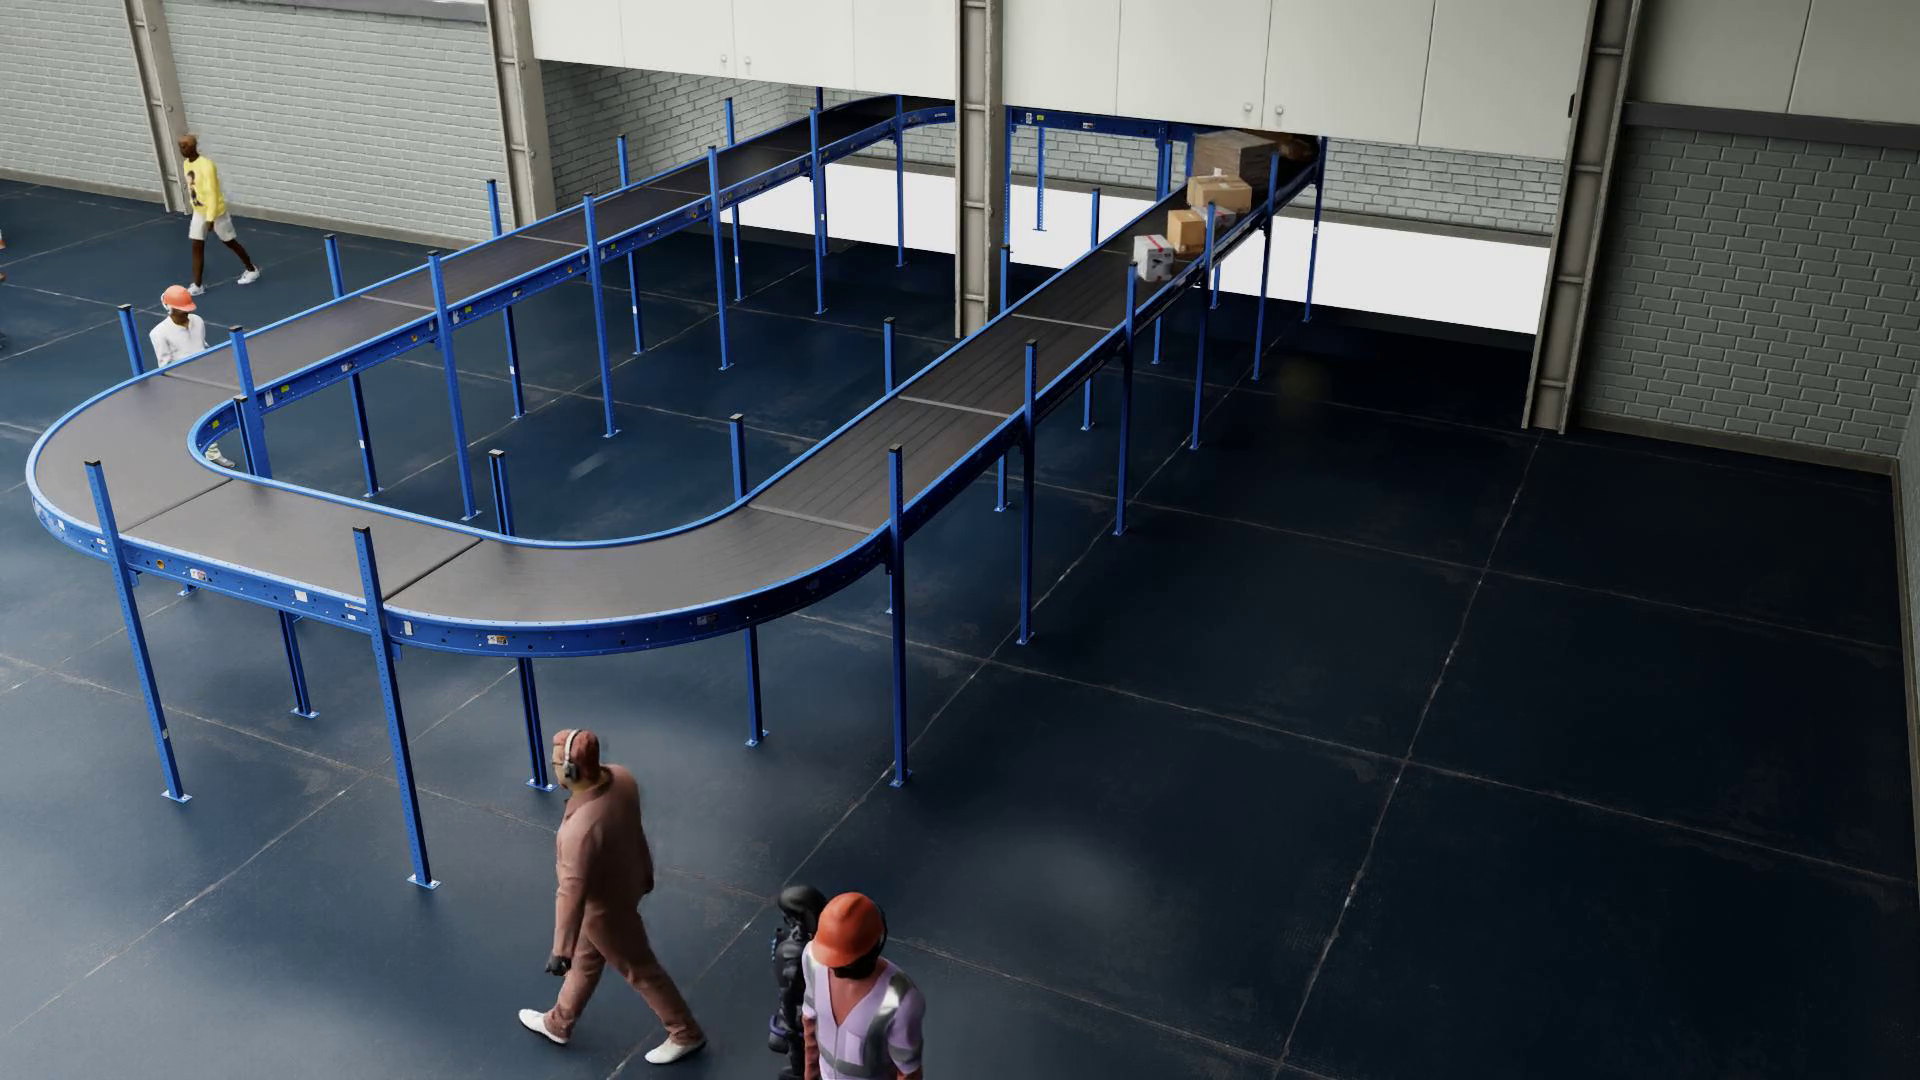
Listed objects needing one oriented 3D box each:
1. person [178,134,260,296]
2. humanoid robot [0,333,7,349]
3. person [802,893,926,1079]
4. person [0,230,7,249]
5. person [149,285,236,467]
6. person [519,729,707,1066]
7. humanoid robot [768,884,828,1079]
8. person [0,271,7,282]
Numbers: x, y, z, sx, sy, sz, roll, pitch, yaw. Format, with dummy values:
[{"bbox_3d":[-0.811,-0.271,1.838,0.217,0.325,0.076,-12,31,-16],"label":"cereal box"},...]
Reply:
[{"bbox_3d":[-8.748,-3.815,19.390,0.547,1.849,0.996,13,29,24],"label":"person"},{"bbox_3d":[-10.496,-2.779,17.509,0.417,1.636,0.612,-6,27,-11],"label":"humanoid robot"},{"bbox_3d":[-0.423,2.285,6.897,0.610,2.036,0.414,19,32,34],"label":"person"},{"bbox_3d":[-12.420,-4.591,20.852,0.630,1.939,0.372,-16,31,-29],"label":"person"},{"bbox_3d":[-6.748,-1.397,14.628,0.334,1.744,0.562,10,28,19],"label":"person"},{"bbox_3d":[-1.757,1.781,8.122,1.013,1.840,0.753,2,26,4],"label":"person"},{"bbox_3d":[-0.643,2.227,7.397,0.361,1.647,0.584,5,27,10],"label":"humanoid robot"},{"bbox_3d":[-10.344,-2.748,17.281,0.653,1.809,0.610,-1,26,-1],"label":"person"}]
